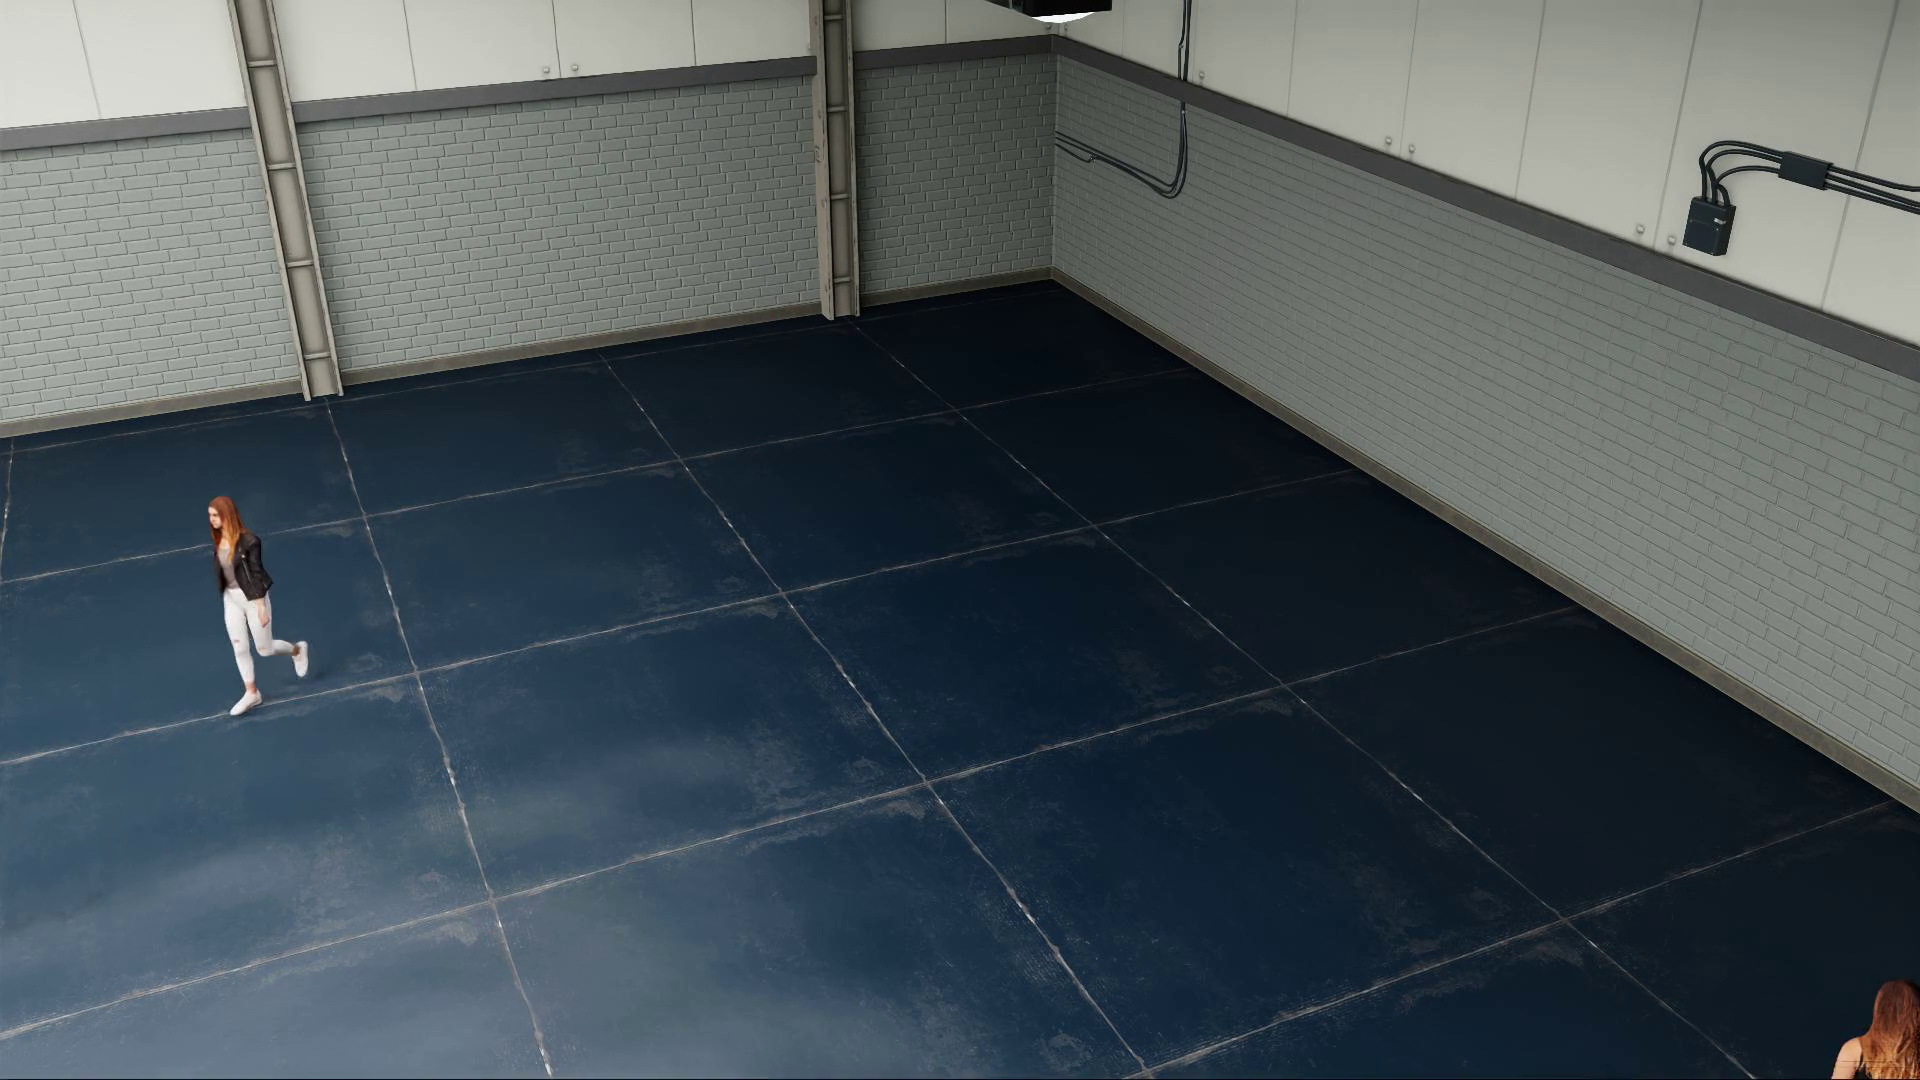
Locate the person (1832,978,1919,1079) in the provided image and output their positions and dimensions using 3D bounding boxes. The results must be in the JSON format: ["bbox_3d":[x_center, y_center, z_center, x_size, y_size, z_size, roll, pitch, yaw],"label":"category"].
[{"bbox_3d":[4.190,2.782,7.641,0.963,1.699,1.023,9,28,16],"label":"person"}]

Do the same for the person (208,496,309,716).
[{"bbox_3d":[-5.176,0.437,12.212,0.960,1.684,1.025,10,29,19],"label":"person"}]
